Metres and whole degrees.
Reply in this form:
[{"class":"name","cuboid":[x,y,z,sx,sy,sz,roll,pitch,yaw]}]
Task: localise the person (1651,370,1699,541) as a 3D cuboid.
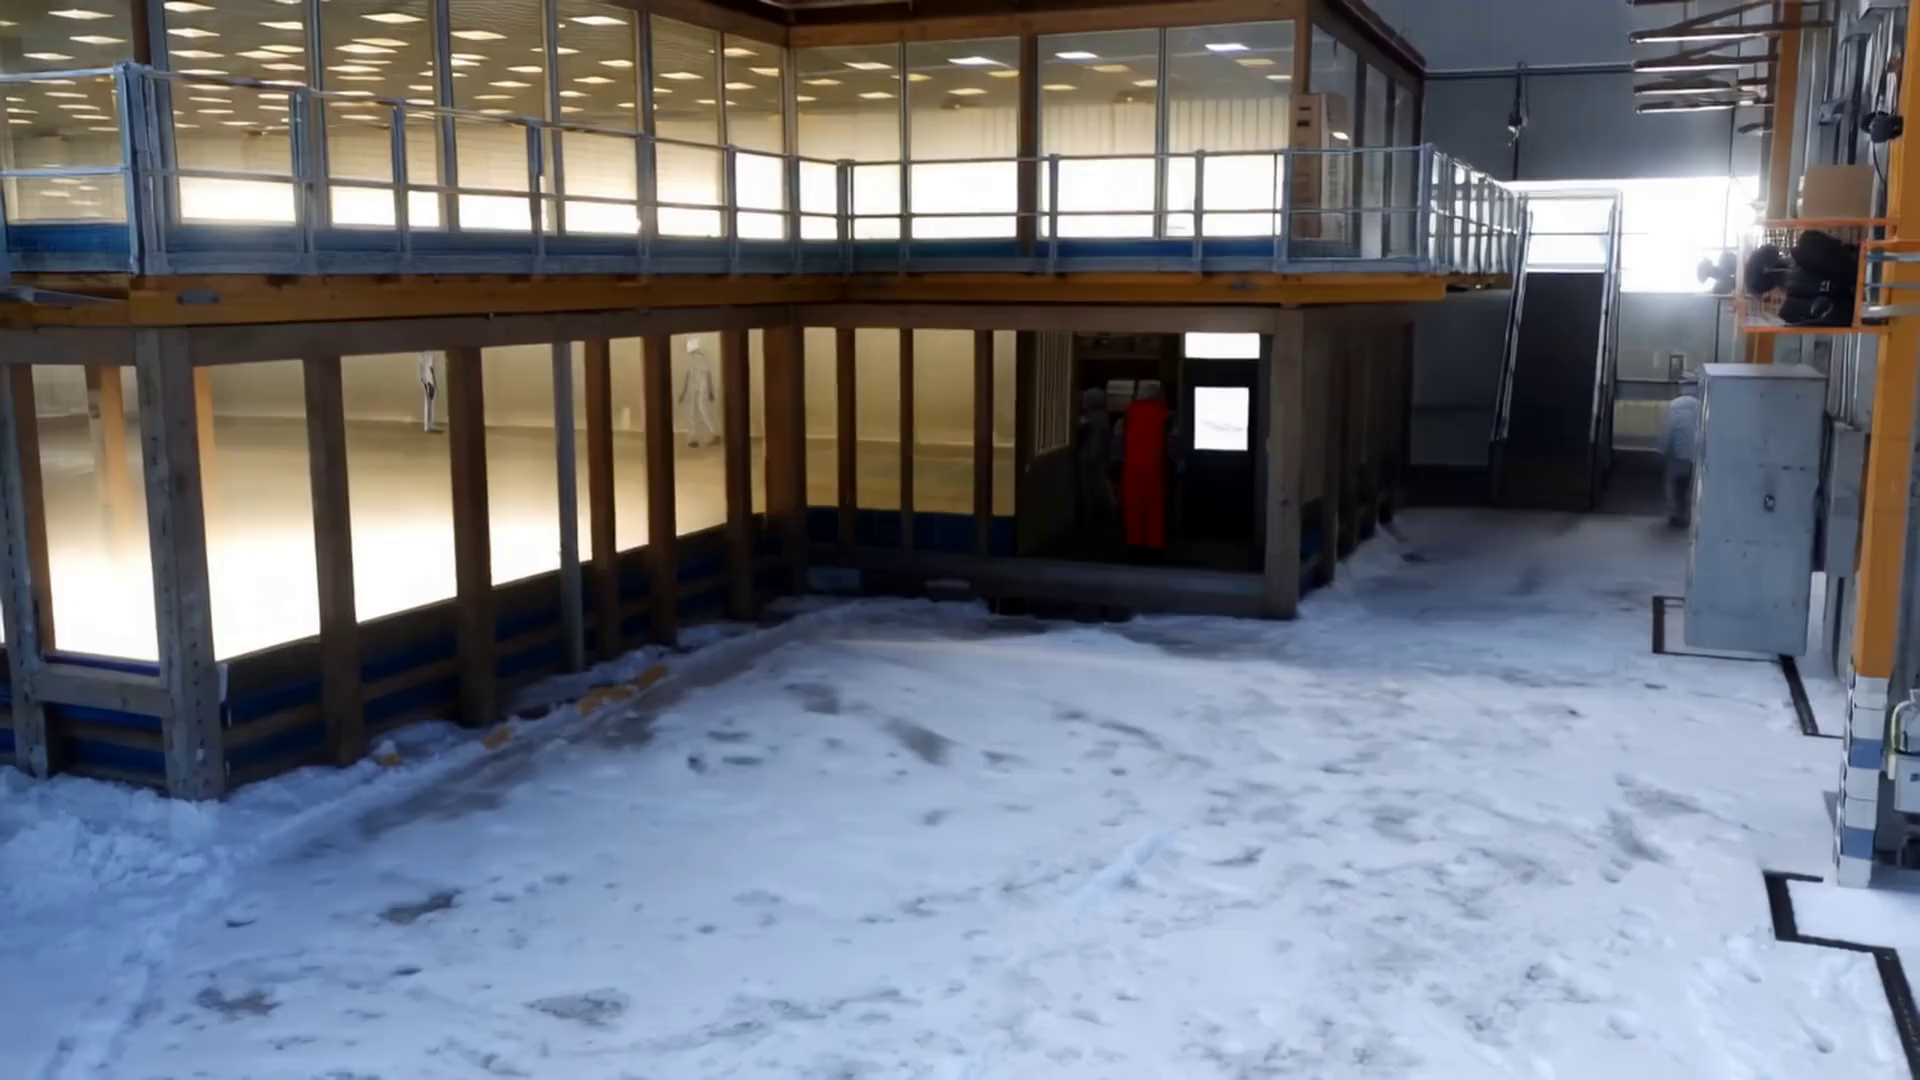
[{"class":"person","cuboid":[8.206,-0.970,18.968,0.631,1.935,1.048,6,11,34]}]
